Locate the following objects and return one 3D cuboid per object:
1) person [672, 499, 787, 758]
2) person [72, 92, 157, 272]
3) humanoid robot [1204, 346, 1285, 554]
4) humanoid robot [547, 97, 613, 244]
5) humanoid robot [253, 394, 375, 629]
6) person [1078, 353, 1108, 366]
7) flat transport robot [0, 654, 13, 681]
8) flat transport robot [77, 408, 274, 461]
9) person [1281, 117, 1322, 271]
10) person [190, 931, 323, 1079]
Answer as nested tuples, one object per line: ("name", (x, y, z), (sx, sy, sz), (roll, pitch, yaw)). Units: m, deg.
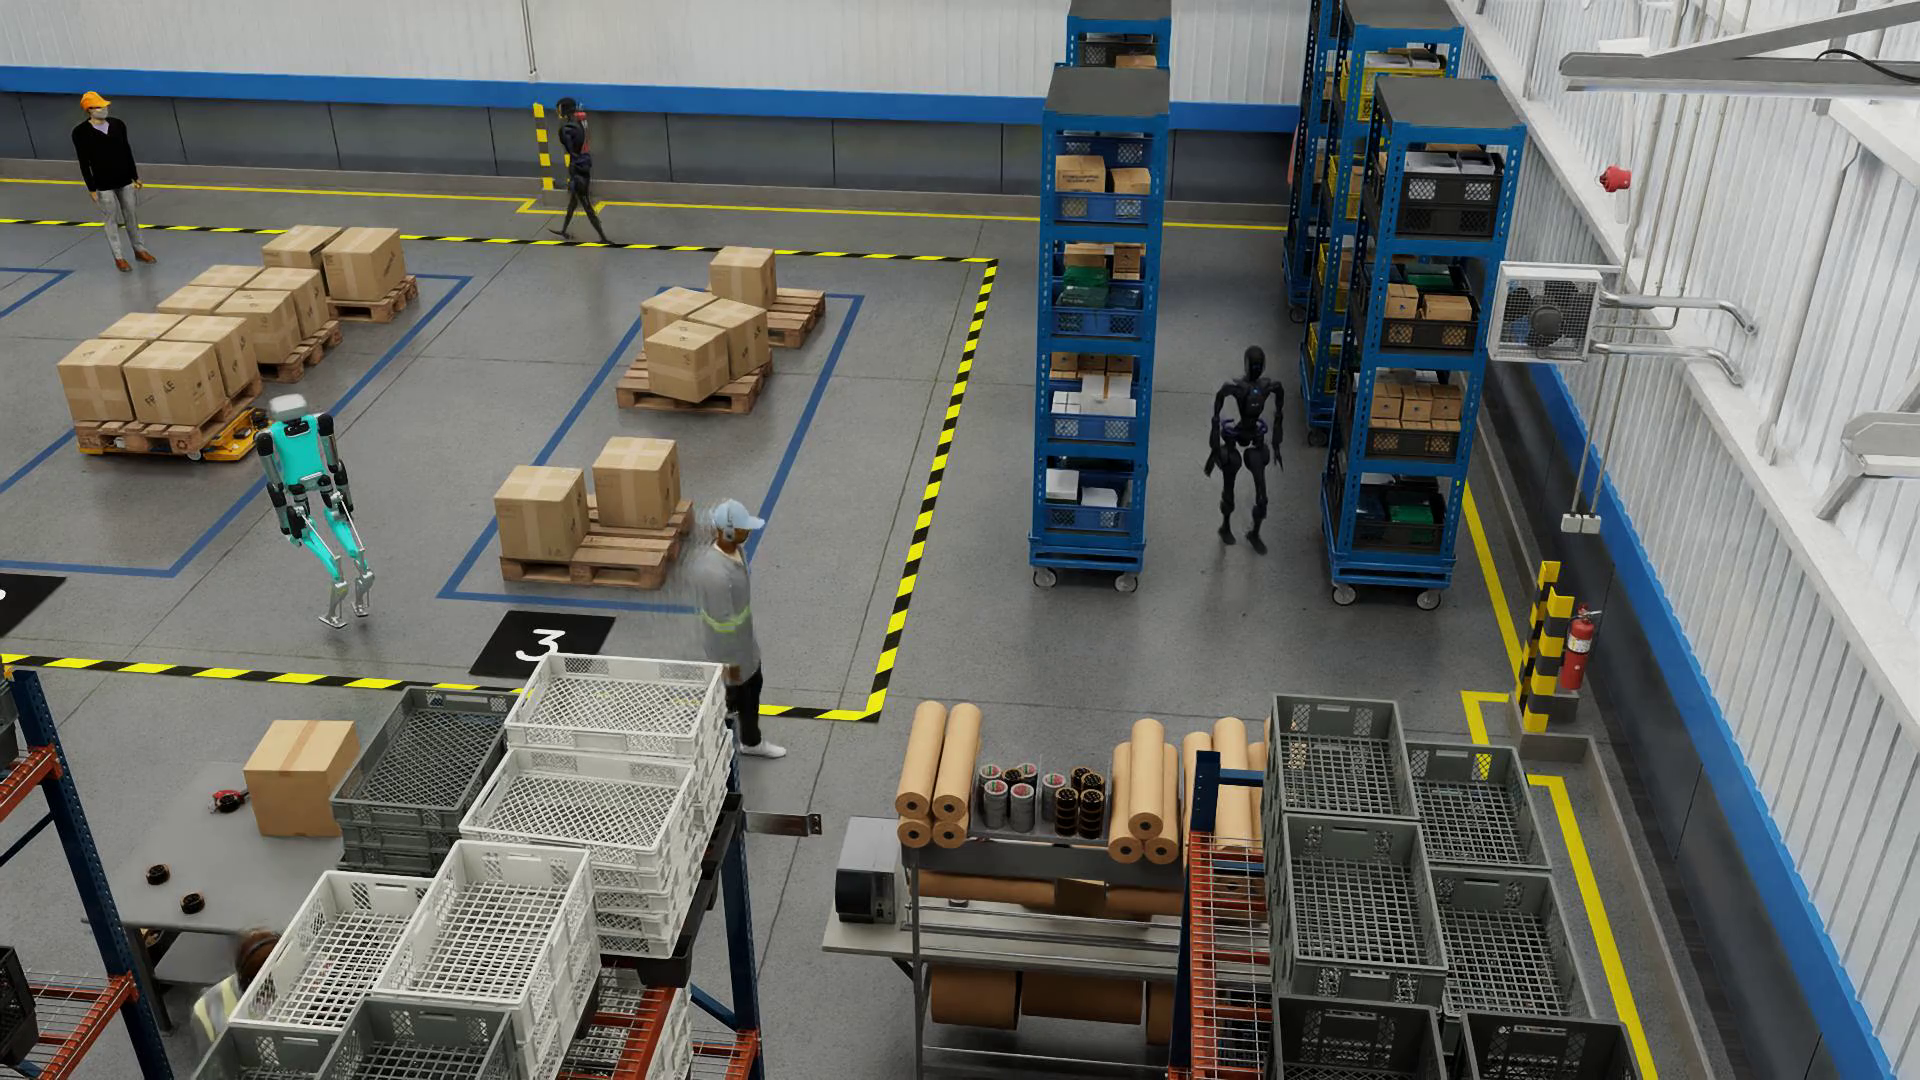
("person", (-1.436, 0.576, 10.130), (0.608, 1.827, 0.596), (4, 30, 6))
("person", (-8.957, -3.795, 17.586), (0.350, 1.884, 0.589), (19, 35, 29))
("humanoid robot", (2.140, -0.684, 12.450), (0.596, 1.643, 0.469), (-4, 30, -7))
("humanoid robot", (-4.251, -4.016, 18.204), (0.735, 1.629, 0.615), (-2, 30, -3))
("humanoid robot", (-4.310, -0.137, 11.316), (0.533, 1.677, 0.735), (-25, 38, -36))
("person", (1.108, -1.135, 12.965), (0.351, 1.936, 0.634), (-10, 32, -17))
("flat transport robot", (-7.142, 0.969, 11.010), (1.431, 0.231, 0.659), (3, 30, 6))
("flat transport robot", (-6.728, -0.944, 14.268), (1.431, 0.197, 0.652), (3, 30, 6))
("person", (3.633, -3.785, 17.502), (0.369, 1.958, 0.595), (6, 31, 10))
("person", (-2.785, 2.409, 7.007), (0.639, 1.813, 0.766), (-17, 34, -26))
